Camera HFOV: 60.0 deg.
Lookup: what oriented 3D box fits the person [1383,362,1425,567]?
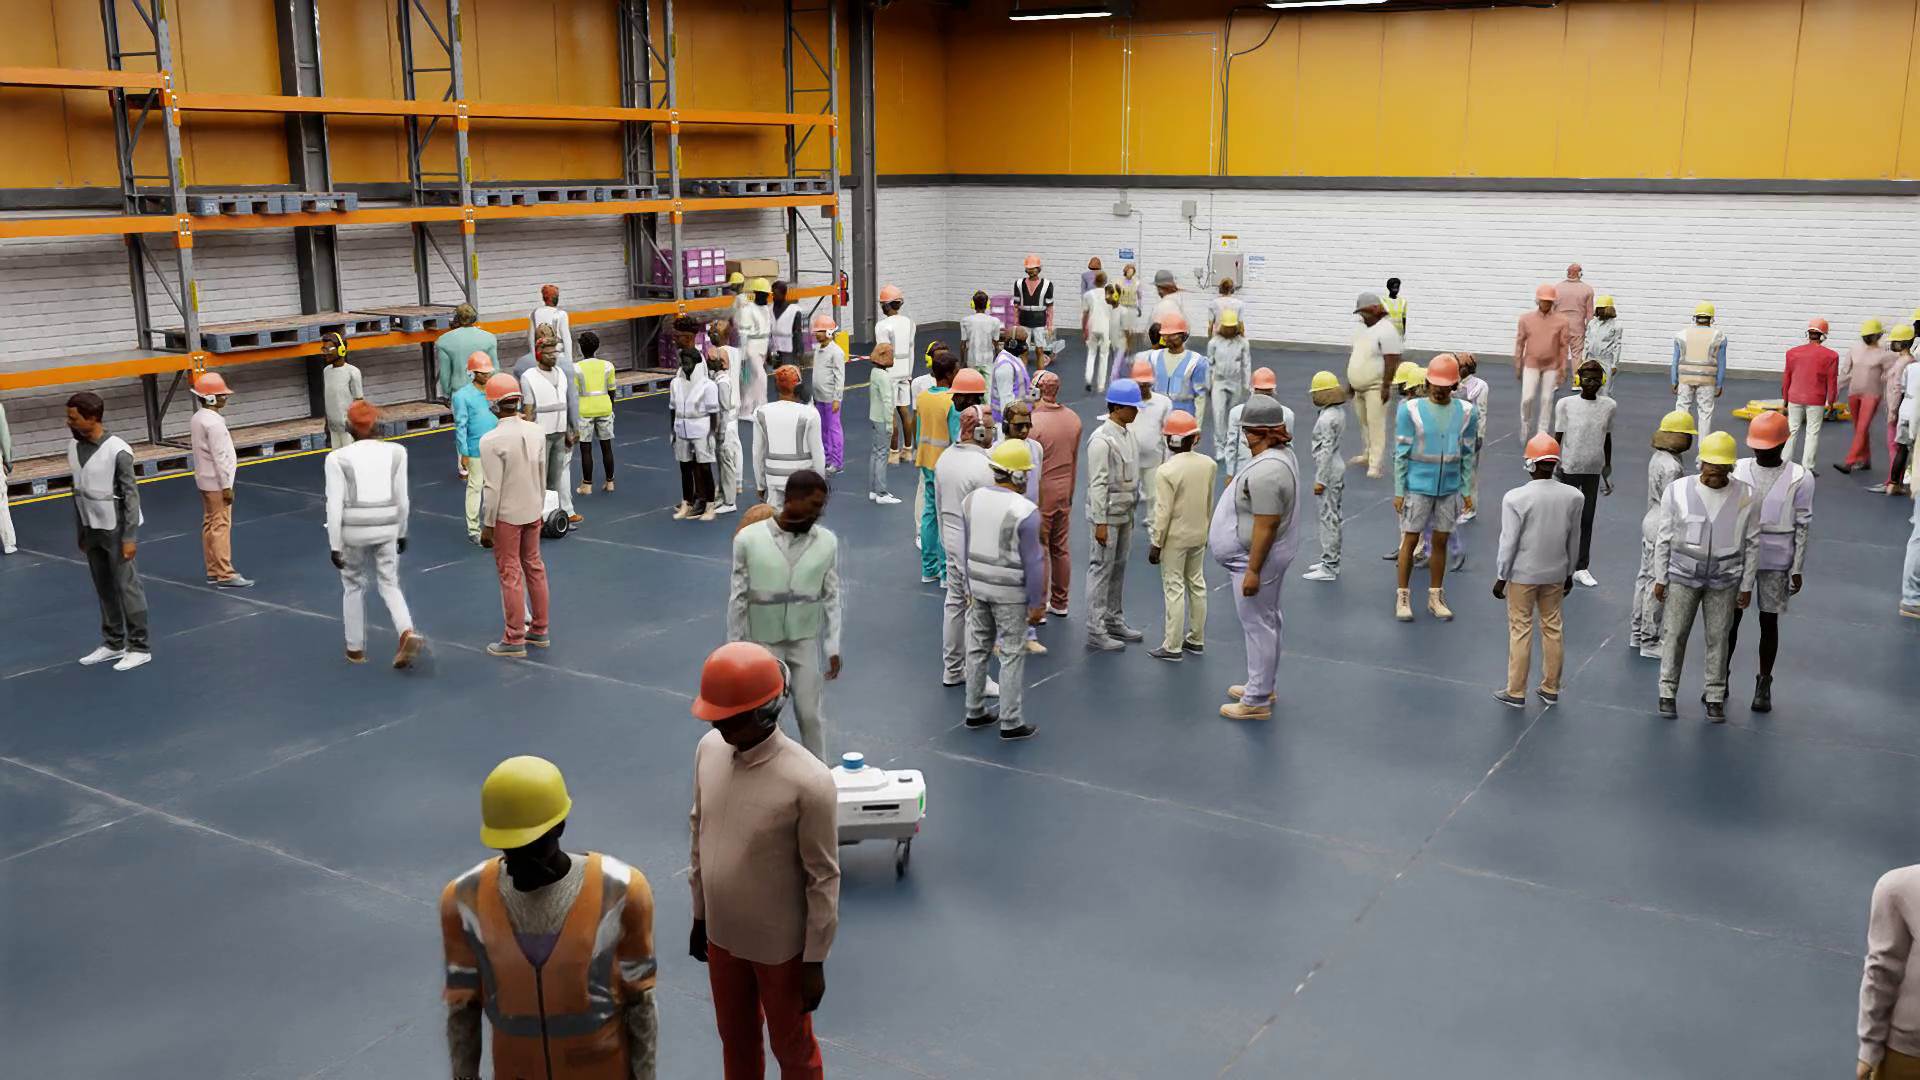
[{"bbox_3d":[3.841,-0.649,14.255,0.343,1.754,0.531,-3,13,-12],"label":"person"}]

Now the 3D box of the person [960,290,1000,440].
[{"bbox_3d":[0.246,-2.125,20.426,0.510,1.863,0.326,0,13,-1],"label":"person"}]

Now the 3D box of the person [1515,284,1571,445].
[{"bbox_3d":[7.012,-2.093,20.035,0.621,1.977,0.464,4,14,17],"label":"person"}]

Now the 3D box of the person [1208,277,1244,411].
[{"bbox_3d":[3.658,-2.687,22.900,0.504,1.842,0.345,4,13,16],"label":"person"}]

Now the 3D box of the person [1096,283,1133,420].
[{"bbox_3d":[2.208,-2.507,22.157,0.737,1.834,0.583,-3,13,-13],"label":"person"}]

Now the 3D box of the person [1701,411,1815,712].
[{"bbox_3d":[5.021,0.134,10.479,0.550,1.923,0.385,9,16,33],"label":"person"}]

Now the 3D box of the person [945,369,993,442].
[{"bbox_3d":[0.073,-0.305,12.350,0.361,1.939,0.542,-1,13,-4],"label":"person"}]

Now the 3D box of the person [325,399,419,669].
[{"bbox_3d":[-3.991,-0.021,11.340,0.584,1.857,0.769,-9,16,-35],"label":"person"}]

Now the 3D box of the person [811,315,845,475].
[{"bbox_3d":[-1.481,-1.607,18.402,0.326,1.752,0.561,-8,15,-32],"label":"person"}]

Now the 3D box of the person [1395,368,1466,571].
[{"bbox_3d":[3.969,-0.594,14.066,0.457,1.725,0.574,-9,16,-33],"label":"person"}]

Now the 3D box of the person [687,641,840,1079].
[{"bbox_3d":[-0.664,1.276,5.394,0.611,1.985,0.393,10,16,36],"label":"person"}]

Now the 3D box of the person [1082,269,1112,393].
[{"bbox_3d":[2.087,-3.079,24.612,0.524,1.830,0.393,4,14,17],"label":"person"}]

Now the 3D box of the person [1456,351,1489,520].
[{"bbox_3d":[4.855,-1.011,16.093,0.314,1.629,0.509,-12,18,-42],"label":"person"}]

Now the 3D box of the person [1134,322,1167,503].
[{"bbox_3d":[1.936,-1.251,16.654,0.327,1.853,0.527,-11,17,-40],"label":"person"}]

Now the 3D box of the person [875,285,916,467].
[{"bbox_3d":[-0.774,-1.856,18.854,0.391,2.040,0.615,10,16,36],"label":"person"}]

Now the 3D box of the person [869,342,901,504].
[{"bbox_3d":[-0.776,-1.189,16.855,0.265,1.632,0.508,-4,14,-17],"label":"person"}]

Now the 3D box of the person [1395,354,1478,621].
[{"bbox_3d":[3.571,-0.388,12.504,0.609,2.035,0.404,-1,13,-3],"label":"person"}]

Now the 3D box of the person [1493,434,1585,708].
[{"bbox_3d":[3.658,0.192,10.601,0.571,1.749,0.343,-3,13,-13],"label":"person"}]

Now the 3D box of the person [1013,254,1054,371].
[{"bbox_3d":[1.082,-3.223,24.776,0.605,2.045,0.388,3,13,14],"label":"person"}]

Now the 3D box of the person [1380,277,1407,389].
[{"bbox_3d":[6.491,-3.111,25.074,0.533,1.690,0.319,-4,13,-16],"label":"person"}]

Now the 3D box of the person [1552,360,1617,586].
[{"bbox_3d":[5.065,-0.539,13.544,0.535,1.859,0.309,0,13,-1],"label":"person"}]

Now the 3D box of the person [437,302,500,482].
[{"bbox_3d":[-5.271,-1.586,17.910,0.632,1.940,0.372,-4,14,-17],"label":"person"}]

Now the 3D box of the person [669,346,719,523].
[{"bbox_3d":[-2.558,-1.014,15.957,0.539,1.695,0.317,6,14,23],"label":"person"}]

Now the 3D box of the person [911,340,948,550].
[{"bbox_3d":[-0.198,-0.842,14.822,0.517,1.877,0.328,-9,16,-35],"label":"person"}]

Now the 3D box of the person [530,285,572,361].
[{"bbox_3d":[-5.158,-2.287,21.092,0.587,1.879,0.396,5,14,21],"label":"person"}]

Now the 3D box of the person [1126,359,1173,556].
[{"bbox_3d":[1.594,-0.713,14.550,0.569,1.742,0.352,-1,13,-3],"label":"person"}]

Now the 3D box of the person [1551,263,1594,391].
[{"bbox_3d":[9.142,-3.182,24.908,0.650,1.904,0.401,7,15,28],"label":"person"}]

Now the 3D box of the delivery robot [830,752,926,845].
[{"bbox_3d":[-0.526,1.295,8.237,0.707,0.478,0.477,-2,13,-7],"label":"delivery robot"}]

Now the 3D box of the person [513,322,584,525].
[{"bbox_3d":[-3.875,-1.083,15.727,0.635,1.939,0.362,3,13,15],"label":"person"}]

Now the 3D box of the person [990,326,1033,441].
[{"bbox_3d":[0.516,-1.196,16.453,0.429,1.836,0.626,2,13,9],"label":"person"}]

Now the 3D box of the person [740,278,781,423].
[{"bbox_3d":[-2.615,-2.461,21.768,0.702,1.901,0.618,5,14,22],"label":"person"}]

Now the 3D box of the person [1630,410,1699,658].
[{"bbox_3d":[4.943,-0.043,11.650,0.289,1.742,0.491,2,13,8],"label":"person"}]

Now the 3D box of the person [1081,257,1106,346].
[{"bbox_3d":[2.493,-4.432,30.921,0.509,1.632,0.267,6,14,23],"label":"person"}]

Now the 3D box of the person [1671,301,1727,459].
[{"bbox_3d":[8.585,-1.858,19.354,0.590,1.824,0.404,9,16,33],"label":"person"}]

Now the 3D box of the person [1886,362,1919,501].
[{"bbox_3d":[9.794,-1.237,16.955,0.320,1.685,0.539,-5,14,-22],"label":"person"}]

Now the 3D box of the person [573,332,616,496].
[{"bbox_3d":[-3.806,-1.304,17.217,0.537,1.696,0.317,-9,16,-35],"label":"person"}]

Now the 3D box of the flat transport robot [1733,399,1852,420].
[{"bbox_3d":[11.171,-1.743,22.245,1.431,0.197,0.652,-4,13,-15],"label":"flat transport robot"}]

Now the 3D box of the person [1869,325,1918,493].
[{"bbox_3d":[9.750,-1.360,17.329,0.338,1.761,0.525,9,16,36],"label":"person"}]
